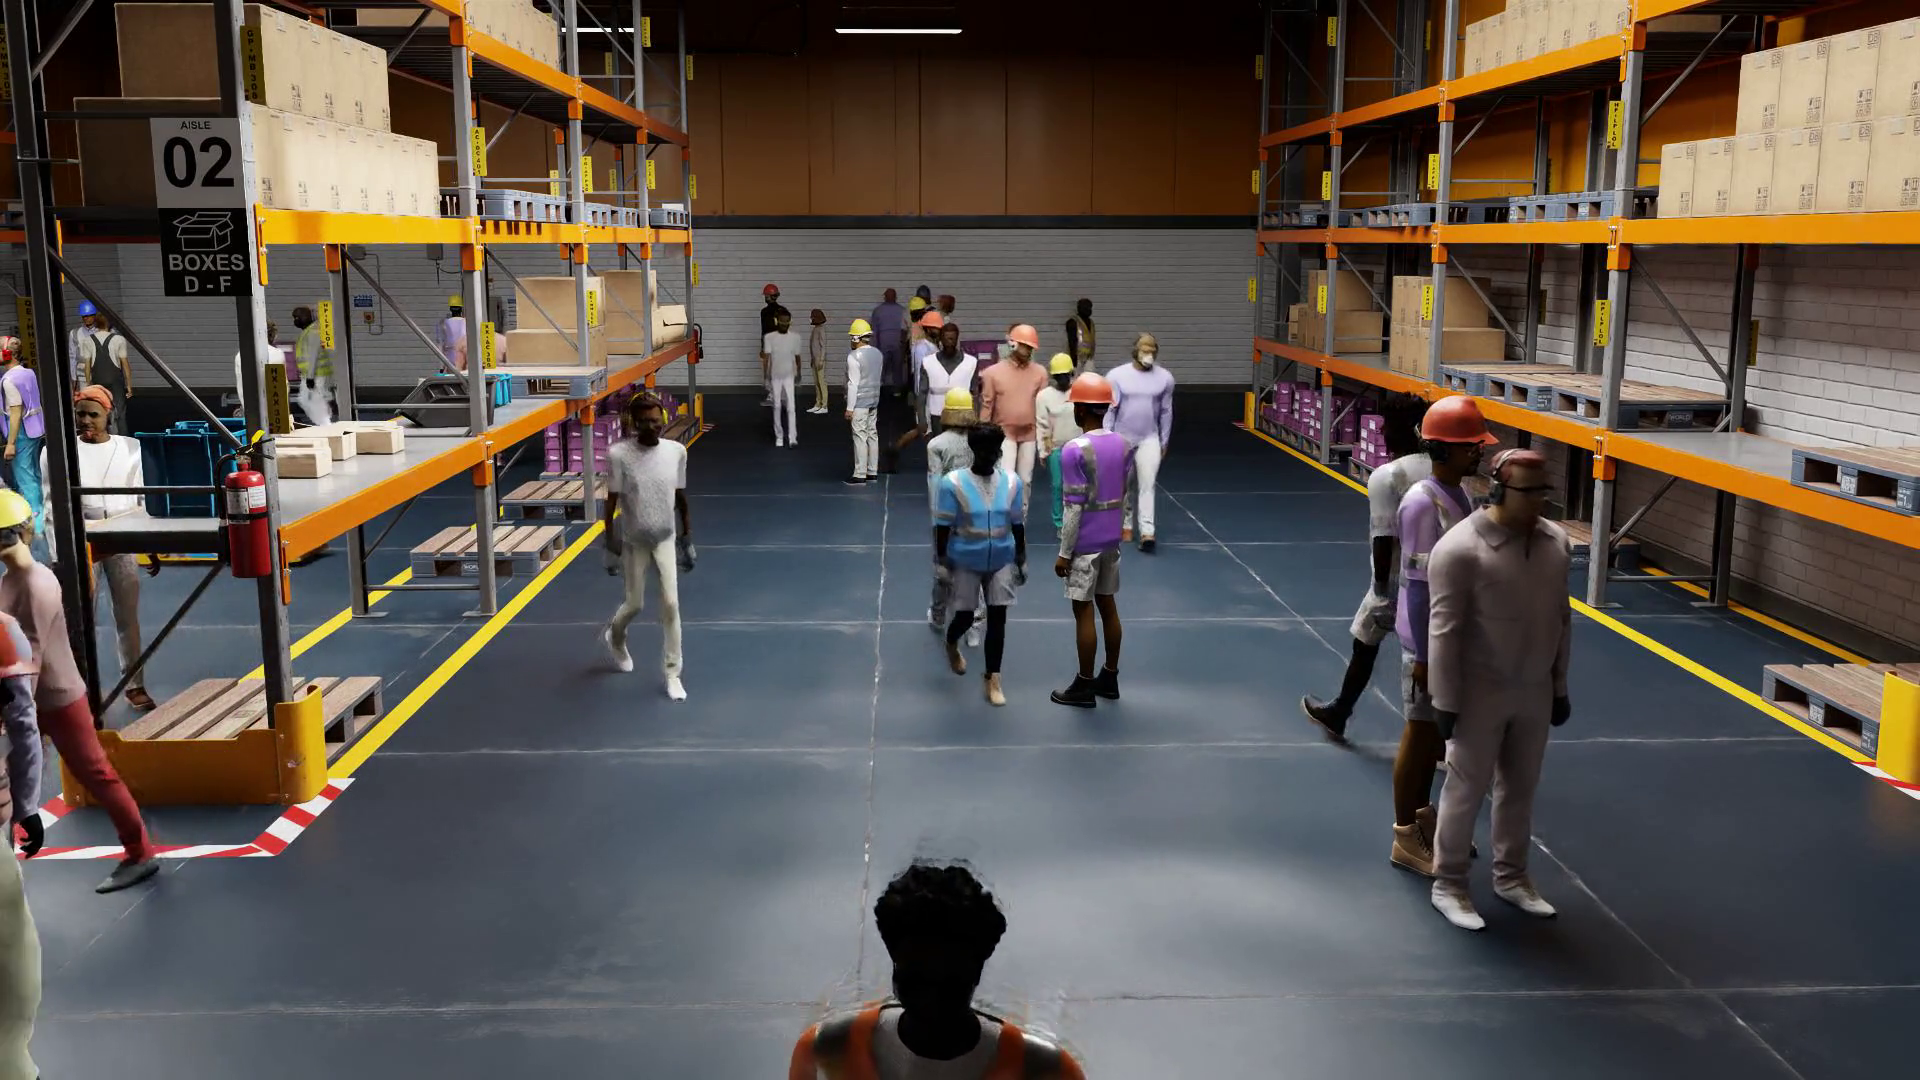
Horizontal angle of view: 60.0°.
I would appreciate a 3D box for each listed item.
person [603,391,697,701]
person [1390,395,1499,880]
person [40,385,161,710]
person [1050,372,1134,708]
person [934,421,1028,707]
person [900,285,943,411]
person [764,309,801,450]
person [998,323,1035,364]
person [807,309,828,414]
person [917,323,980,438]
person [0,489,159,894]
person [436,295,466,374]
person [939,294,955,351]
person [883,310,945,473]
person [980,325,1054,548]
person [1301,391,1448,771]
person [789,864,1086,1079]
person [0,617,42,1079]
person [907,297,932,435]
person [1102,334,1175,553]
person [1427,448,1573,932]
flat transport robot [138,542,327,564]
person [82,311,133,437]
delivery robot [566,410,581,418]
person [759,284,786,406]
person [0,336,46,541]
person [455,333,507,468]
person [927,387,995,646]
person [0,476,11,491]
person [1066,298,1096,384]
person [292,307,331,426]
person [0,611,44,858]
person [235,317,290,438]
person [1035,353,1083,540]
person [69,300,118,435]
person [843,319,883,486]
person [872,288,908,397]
[{"bbox_3d":[-1.884,-0.002,9.990,0.579,1.829,0.847,-5,11,-27],"label":"person"},{"bbox_3d":[2.056,0.405,7.085,0.373,2.044,0.606,6,12,30],"label":"person"},{"bbox_3d":[-4.863,0.061,9.447,0.574,1.884,0.361,-8,13,-37],"label":"person"},{"bbox_3d":[0.747,0.001,9.628,0.359,1.938,0.545,9,14,41],"label":"person"},{"bbox_3d":[0.092,0.113,9.752,0.564,1.673,0.574,-3,11,-17],"label":"person"},{"bbox_3d":[-0.584,-3.004,26.079,0.695,2.000,0.730,1,10,6],"label":"person"},{"bbox_3d":[-2.298,-2.077,21.561,0.512,1.812,0.984,-2,10,-9],"label":"person"},{"bbox_3d":[0.739,-2.011,21.712,0.494,1.624,0.281,-2,10,-9],"label":"person"},{"bbox_3d":[-2.229,-2.799,26.075,0.286,1.633,0.499,-5,11,-24],"label":"person"},{"bbox_3d":[-0.117,-1.196,16.469,0.619,1.868,0.967,0,10,1],"label":"person"},{"bbox_3d":[-3.734,0.652,6.636,0.539,1.705,0.954,9,14,41],"label":"person"},{"bbox_3d":[-7.155,-2.531,23.763,0.587,1.928,0.363,-3,10,-14],"label":"person"},{"bbox_3d":[-0.308,-2.934,26.196,0.475,1.860,0.583,-2,10,-12],"label":"person"},{"bbox_3d":[-0.434,-1.681,19.101,0.864,1.912,0.554,3,11,16],"label":"person"},{"bbox_3d":[0.529,-0.892,14.566,0.638,1.945,0.812,-3,11,-16],"label":"person"},{"bbox_3d":[2.246,0.185,8.638,0.631,1.912,1.007,-6,12,-31],"label":"person"},{"bbox_3d":[-0.078,1.367,2.769,0.543,1.668,0.788,3,11,15],"label":"person"},{"bbox_3d":[-2.005,1.074,3.562,0.659,1.959,0.865,9,13,40],"label":"person"},{"bbox_3d":[-0.549,-2.429,23.246,0.421,1.916,0.582,4,11,22],"label":"person"},{"bbox_3d":[1.559,-0.854,14.547,0.644,1.874,1.068,0,10,1],"label":"person"},{"bbox_3d":[2.129,0.581,6.519,0.653,1.899,0.399,-5,11,-24],"label":"person"},{"bbox_3d":[-6.176,0.043,14.036,1.431,0.197,0.652,0,10,-2],"label":"flat transport robot"},{"bbox_3d":[-10.542,-1.921,20.598,0.514,1.842,0.324,-2,10,-13],"label":"person"},{"bbox_3d":[-5.412,-1.934,23.990,0.477,0.478,0.707,3,11,15],"label":"delivery robot"},{"bbox_3d":[-3.066,-3.183,27.206,0.380,1.995,0.611,6,12,29],"label":"person"},{"bbox_3d":[-8.418,-0.907,14.936,0.389,1.847,0.563,-3,10,-14],"label":"person"},{"bbox_3d":[-5.739,-1.818,19.943,0.667,1.863,0.898,-5,11,-25],"label":"person"},{"bbox_3d":[-0.009,-0.182,11.286,0.488,1.705,0.860,-2,10,-11],"label":"person"},{"bbox_3d":[-8.880,-0.878,14.786,0.649,1.869,0.931,5,11,24],"label":"person"},{"bbox_3d":[1.835,-2.859,25.915,0.618,1.817,0.849,-10,14,-44],"label":"person"},{"bbox_3d":[-8.644,-2.201,22.219,0.434,1.820,0.664,-6,12,-30],"label":"person"},{"bbox_3d":[-3.158,0.860,5.111,0.624,1.845,0.430,-6,12,-29],"label":"person"},{"bbox_3d":[-6.999,-1.283,16.782,0.629,1.939,0.372,5,11,25],"label":"person"},{"bbox_3d":[0.922,-0.797,14.695,0.524,1.706,0.846,0,10,-2],"label":"person"},{"bbox_3d":[-10.907,-2.043,20.994,0.615,1.942,0.399,-2,10,-9],"label":"person"},{"bbox_3d":[-1.091,-1.515,18.365,0.403,1.833,0.591,5,11,28],"label":"person"},{"bbox_3d":[-1.176,-3.387,28.617,0.671,1.901,0.516,1,10,6],"label":"person"}]
